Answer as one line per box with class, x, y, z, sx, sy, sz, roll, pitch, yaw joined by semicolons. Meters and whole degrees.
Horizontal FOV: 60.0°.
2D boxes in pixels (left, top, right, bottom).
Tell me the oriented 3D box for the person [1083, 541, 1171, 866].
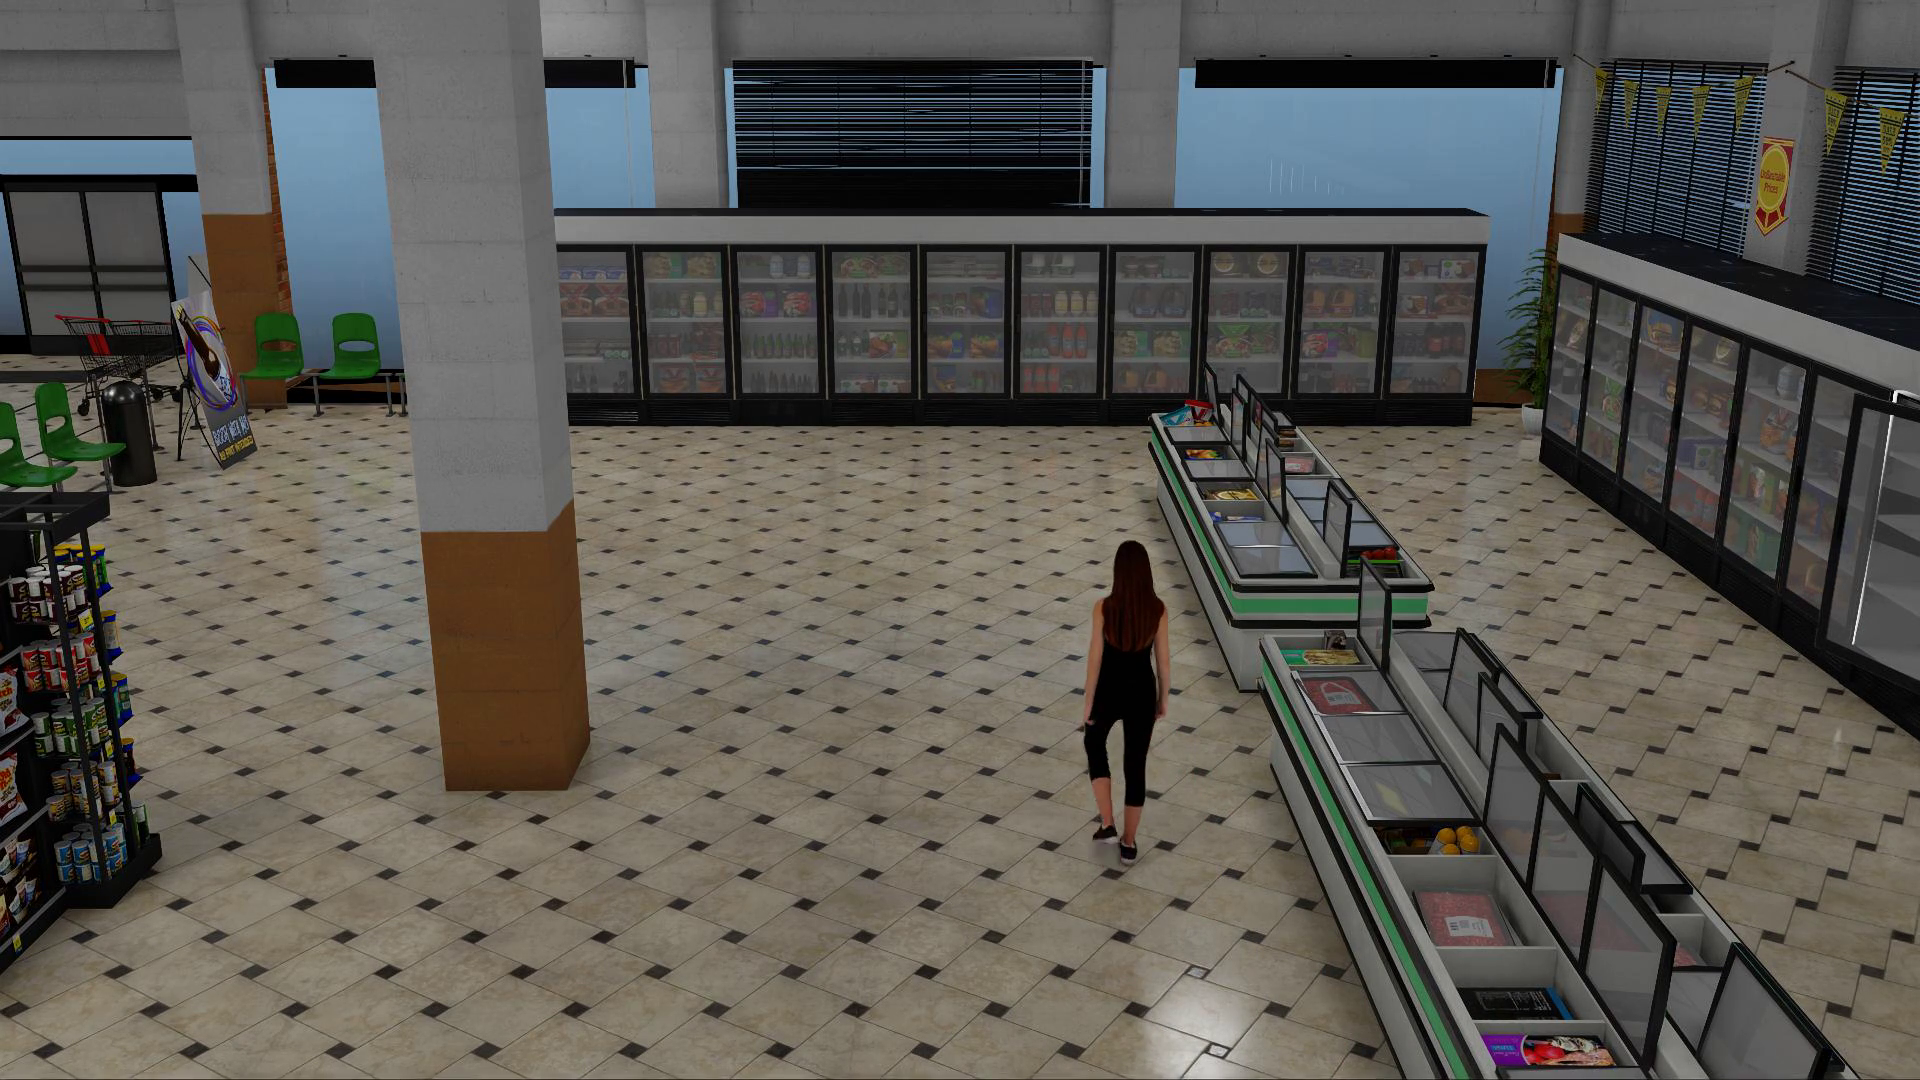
person;0.843;0.865;8.492;0.605;1.716;0.579;-1;17;-2
